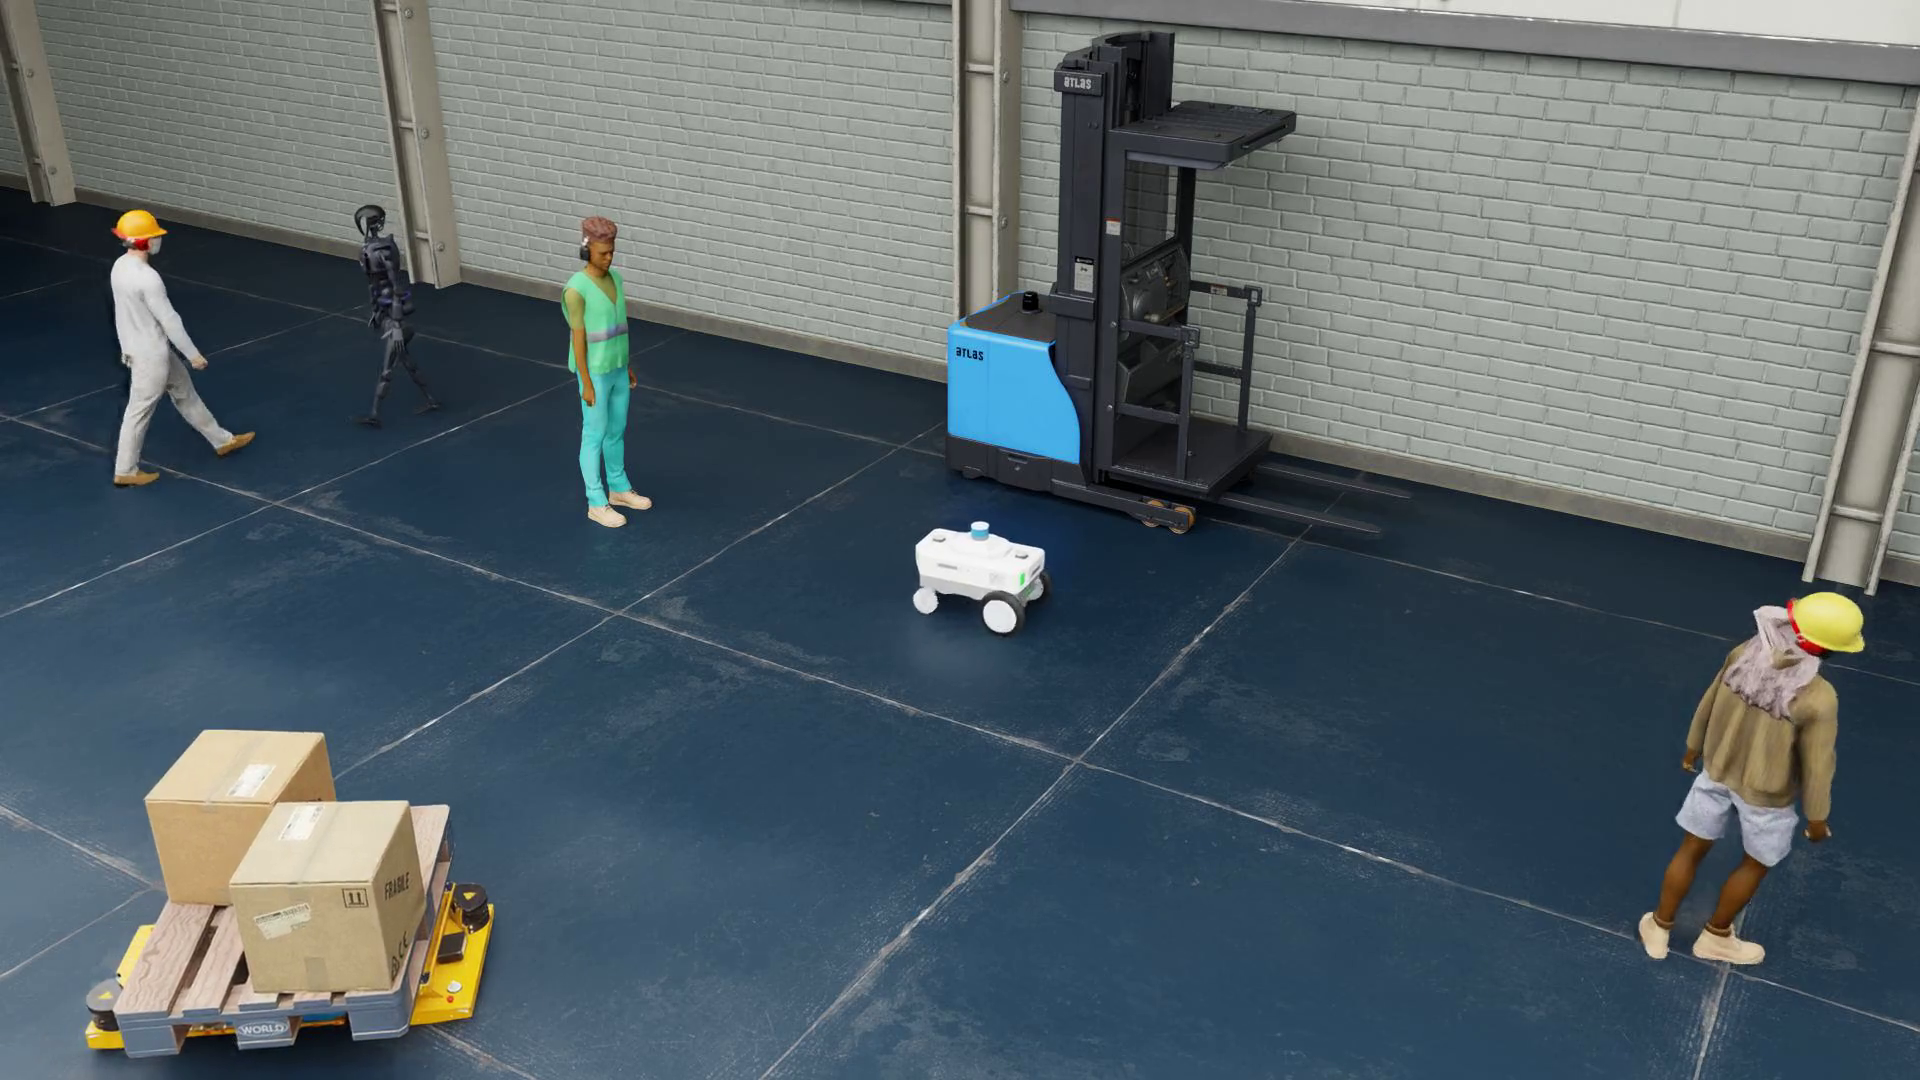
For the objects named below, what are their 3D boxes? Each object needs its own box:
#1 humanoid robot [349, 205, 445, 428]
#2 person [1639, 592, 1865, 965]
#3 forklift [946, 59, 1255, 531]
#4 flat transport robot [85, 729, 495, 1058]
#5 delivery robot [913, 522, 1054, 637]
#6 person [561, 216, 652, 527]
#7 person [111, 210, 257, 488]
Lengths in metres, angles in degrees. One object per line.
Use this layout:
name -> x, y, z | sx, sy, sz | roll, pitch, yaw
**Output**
humanoid robot -> -4.207, -1.635, 12.106 | 0.755, 1.623, 0.612 | -17, 30, -32
person -> 3.083, 0.958, 6.541 | 0.442, 1.724, 0.609 | -14, 28, -26
forklift -> 0.933, -1.707, 10.833 | 1.873, 2.768, 1.129 | 15, 29, 28
flat transport robot -> -2.648, 1.696, 6.670 | 1.431, 0.231, 0.659 | -3, 25, -6
delivery robot -> 0.124, 0.190, 9.526 | 0.802, 0.598, 0.499 | 11, 28, 22
person -> -2.261, -1.074, 10.534 | 0.403, 1.979, 0.482 | 12, 28, 23
person -> -5.382, -1.300, 11.173 | 1.021, 1.835, 0.557 | -20, 32, -36
